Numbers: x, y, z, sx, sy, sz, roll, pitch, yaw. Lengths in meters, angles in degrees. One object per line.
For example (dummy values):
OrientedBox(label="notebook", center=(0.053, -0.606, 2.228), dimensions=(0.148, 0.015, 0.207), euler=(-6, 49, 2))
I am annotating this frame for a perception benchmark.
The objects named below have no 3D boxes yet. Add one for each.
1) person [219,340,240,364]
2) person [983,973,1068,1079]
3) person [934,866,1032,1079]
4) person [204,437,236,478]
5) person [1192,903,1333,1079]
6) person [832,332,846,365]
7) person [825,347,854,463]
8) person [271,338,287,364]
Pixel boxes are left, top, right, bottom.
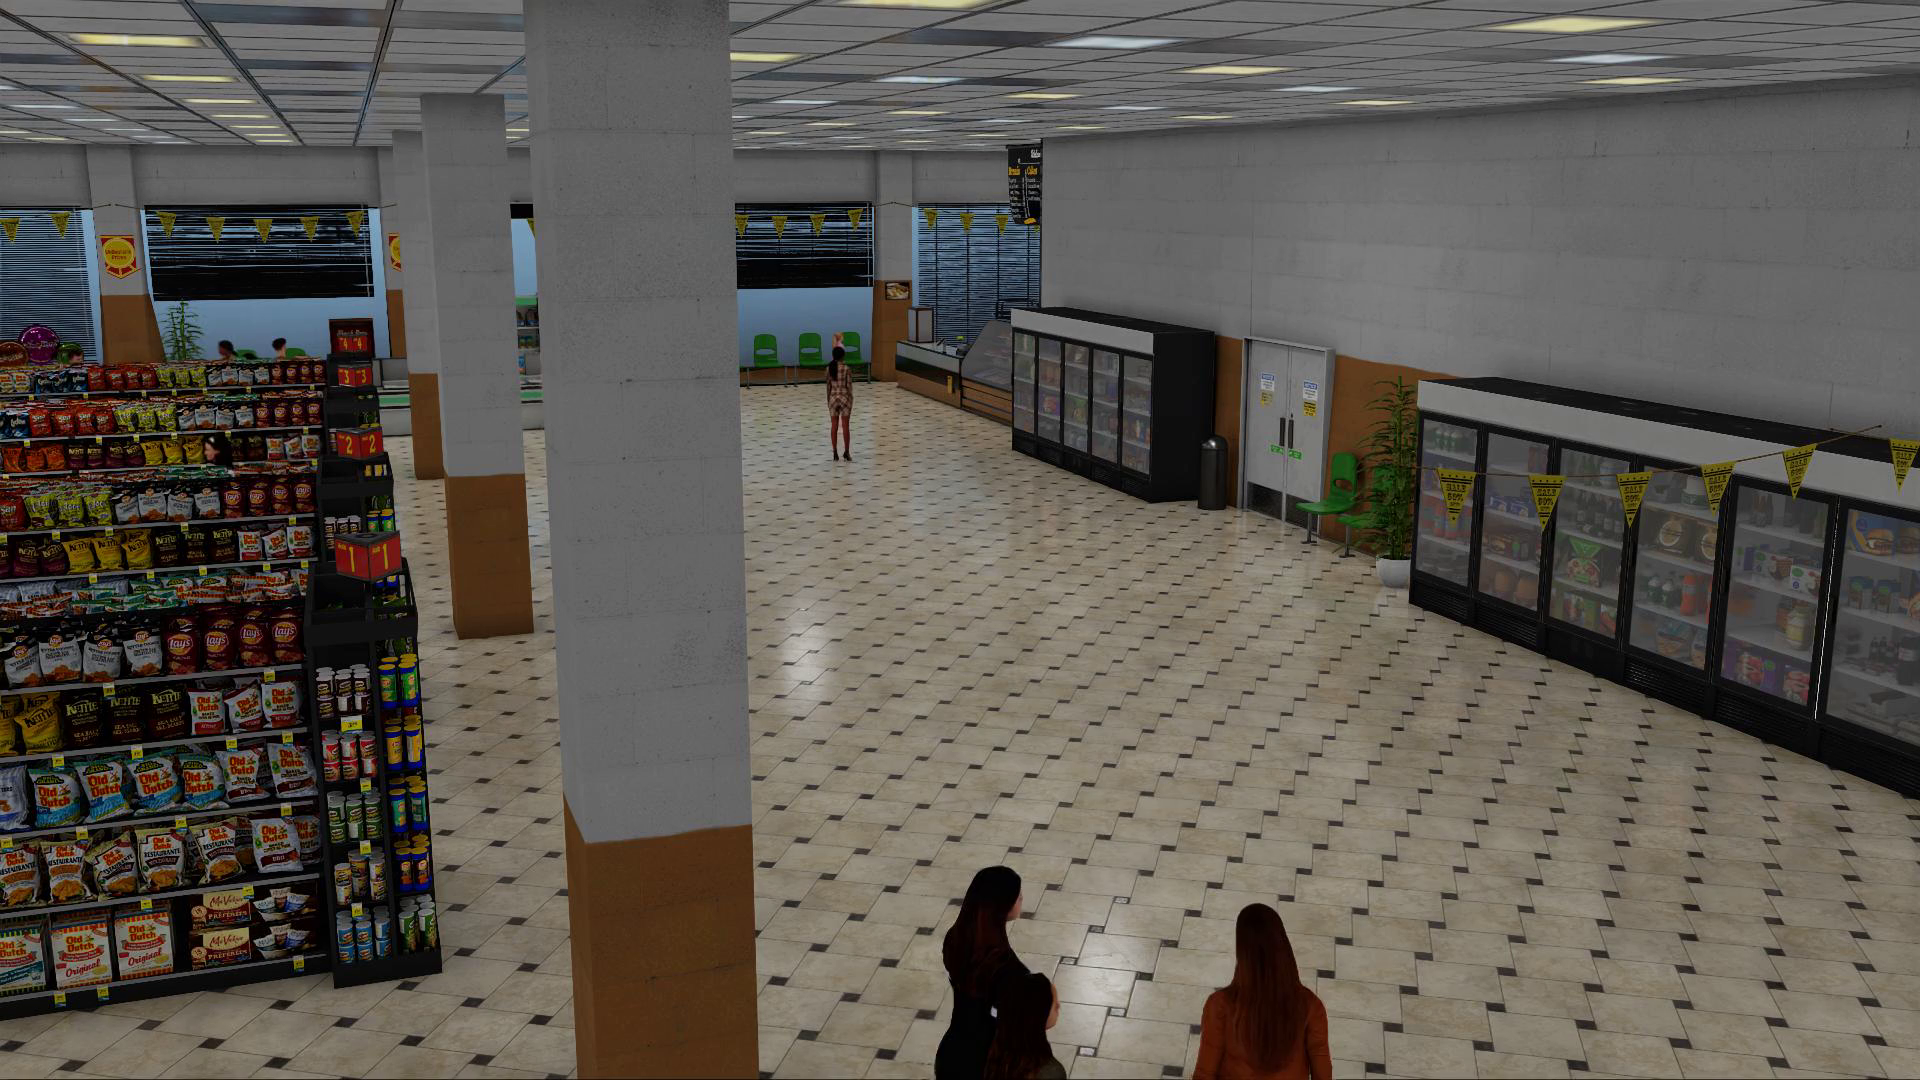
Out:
OrientedBox(label="person", center=(-11.861, -2.363, 27.129), dimensions=(0.736, 1.771, 0.796), euler=(4, 13, 18))
OrientedBox(label="person", center=(0.253, 2.244, 5.966), dimensions=(0.558, 1.475, 0.622), euler=(-7, 14, -30))
OrientedBox(label="person", center=(0.026, 2.075, 6.471), dimensions=(1.138, 1.599, 0.883), euler=(-11, 16, -43))
OrientedBox(label="person", center=(-7.138, -0.113, 16.443), dimensions=(1.226, 1.770, 0.879), euler=(-9, 15, -36))
OrientedBox(label="person", center=(1.046, 2.169, 5.836), dimensions=(0.931, 1.675, 0.971), euler=(2, 12, 8))
OrientedBox(label="person", center=(-2.544, -3.715, 34.760), dimensions=(0.563, 1.271, 0.536), euler=(-10, 15, -39))
OrientedBox(label="person", center=(-1.872, -2.117, 25.909), dimensions=(0.654, 1.792, 0.739), euler=(3, 12, 15))
OrientedBox(label="person", center=(-10.649, -2.209, 26.180), dimensions=(0.837, 1.860, 0.790), euler=(-3, 12, -15))
